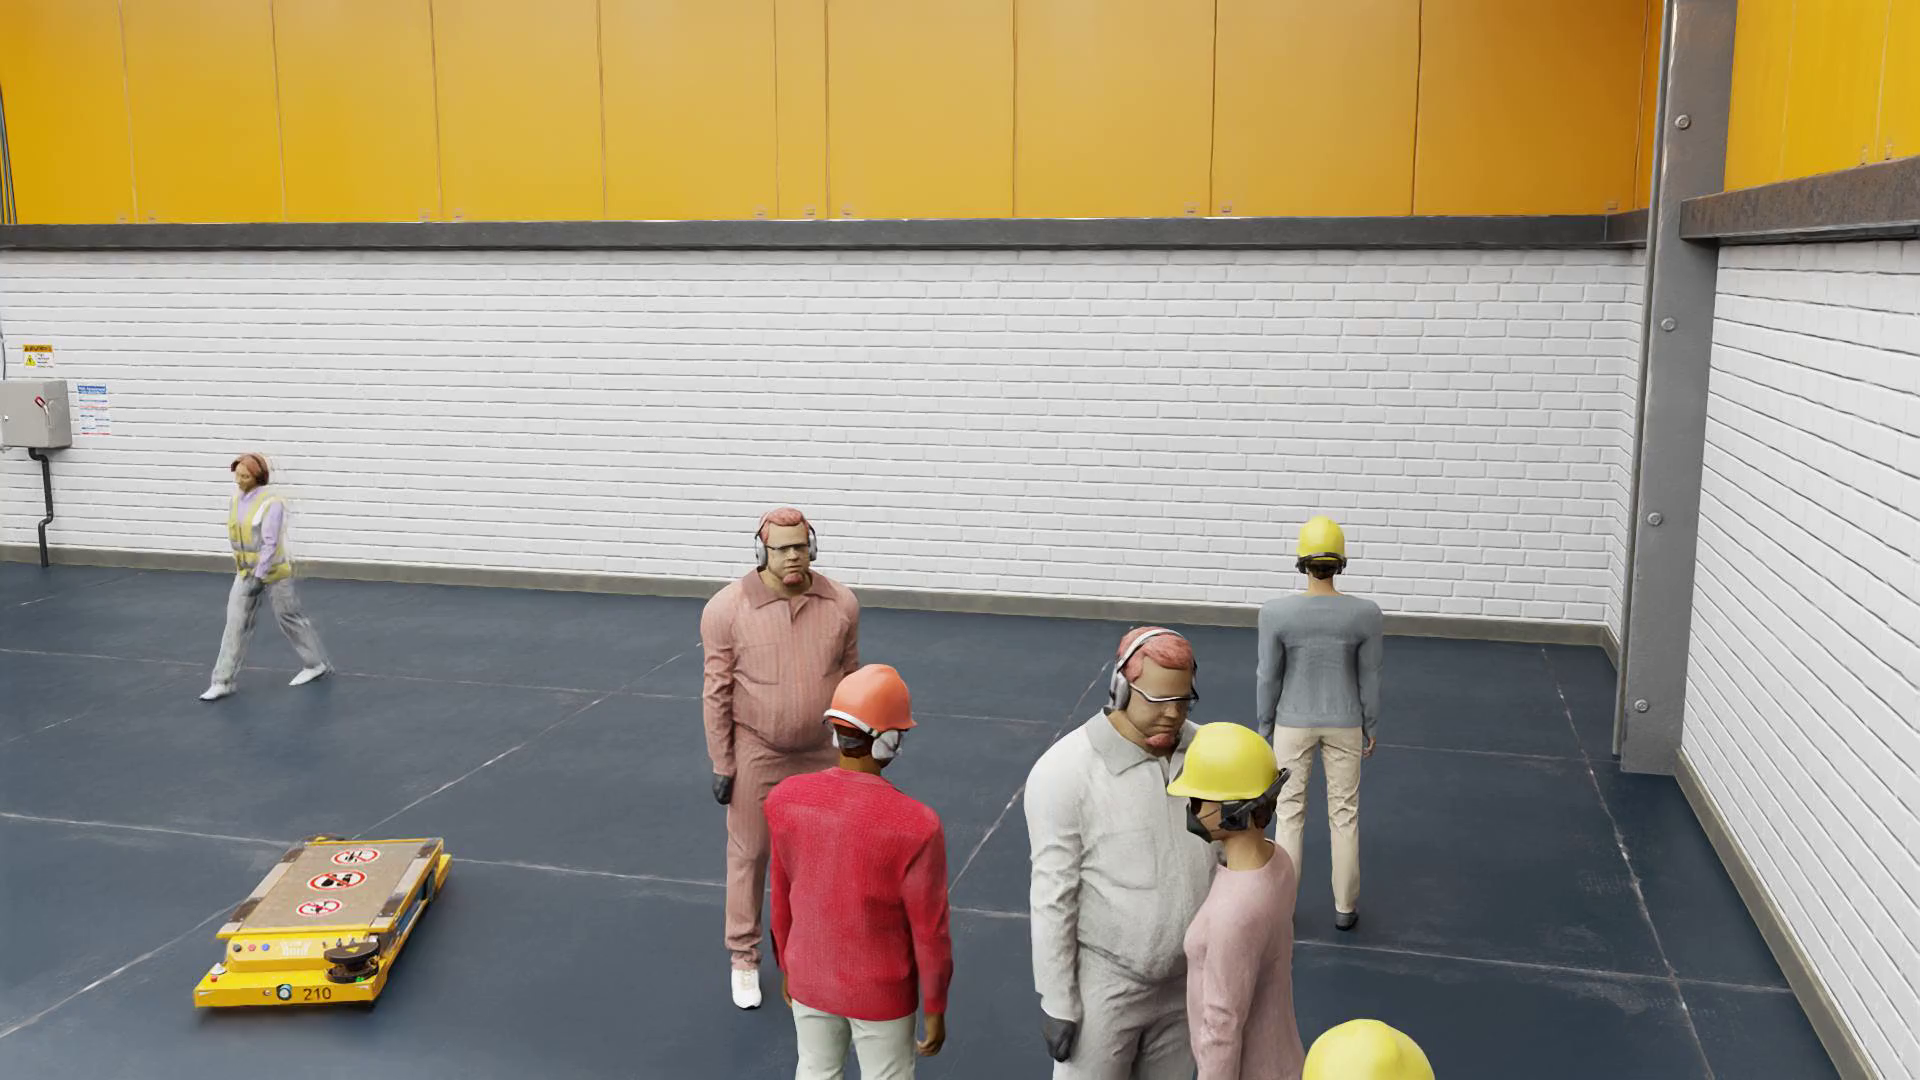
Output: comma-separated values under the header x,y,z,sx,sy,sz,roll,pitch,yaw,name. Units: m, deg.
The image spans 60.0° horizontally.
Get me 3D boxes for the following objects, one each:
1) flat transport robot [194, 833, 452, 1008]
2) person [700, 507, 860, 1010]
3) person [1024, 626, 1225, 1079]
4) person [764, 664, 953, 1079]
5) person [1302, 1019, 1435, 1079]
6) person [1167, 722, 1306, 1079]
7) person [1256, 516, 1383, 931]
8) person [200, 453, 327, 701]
x,y,z,sx,sy,sz,roll,pitch,yaw,name
-2.600,1.537,6.926,0.652,0.197,1.431,-1,10,-5,flat transport robot
-0.654,0.817,6.357,0.643,1.910,0.400,-5,11,-25,person
0.478,1.158,4.373,0.637,1.901,0.403,-6,11,-32,person
-0.264,1.199,4.604,0.572,1.739,0.352,5,11,27,person
0.589,1.544,2.518,0.518,1.756,0.345,0,10,0,person
0.649,1.294,3.981,0.340,1.760,0.525,4,10,20,person
1.503,0.777,6.999,0.525,1.772,0.302,1,10,4,person
-4.524,0.220,10.808,0.521,1.588,0.833,5,11,27,person
